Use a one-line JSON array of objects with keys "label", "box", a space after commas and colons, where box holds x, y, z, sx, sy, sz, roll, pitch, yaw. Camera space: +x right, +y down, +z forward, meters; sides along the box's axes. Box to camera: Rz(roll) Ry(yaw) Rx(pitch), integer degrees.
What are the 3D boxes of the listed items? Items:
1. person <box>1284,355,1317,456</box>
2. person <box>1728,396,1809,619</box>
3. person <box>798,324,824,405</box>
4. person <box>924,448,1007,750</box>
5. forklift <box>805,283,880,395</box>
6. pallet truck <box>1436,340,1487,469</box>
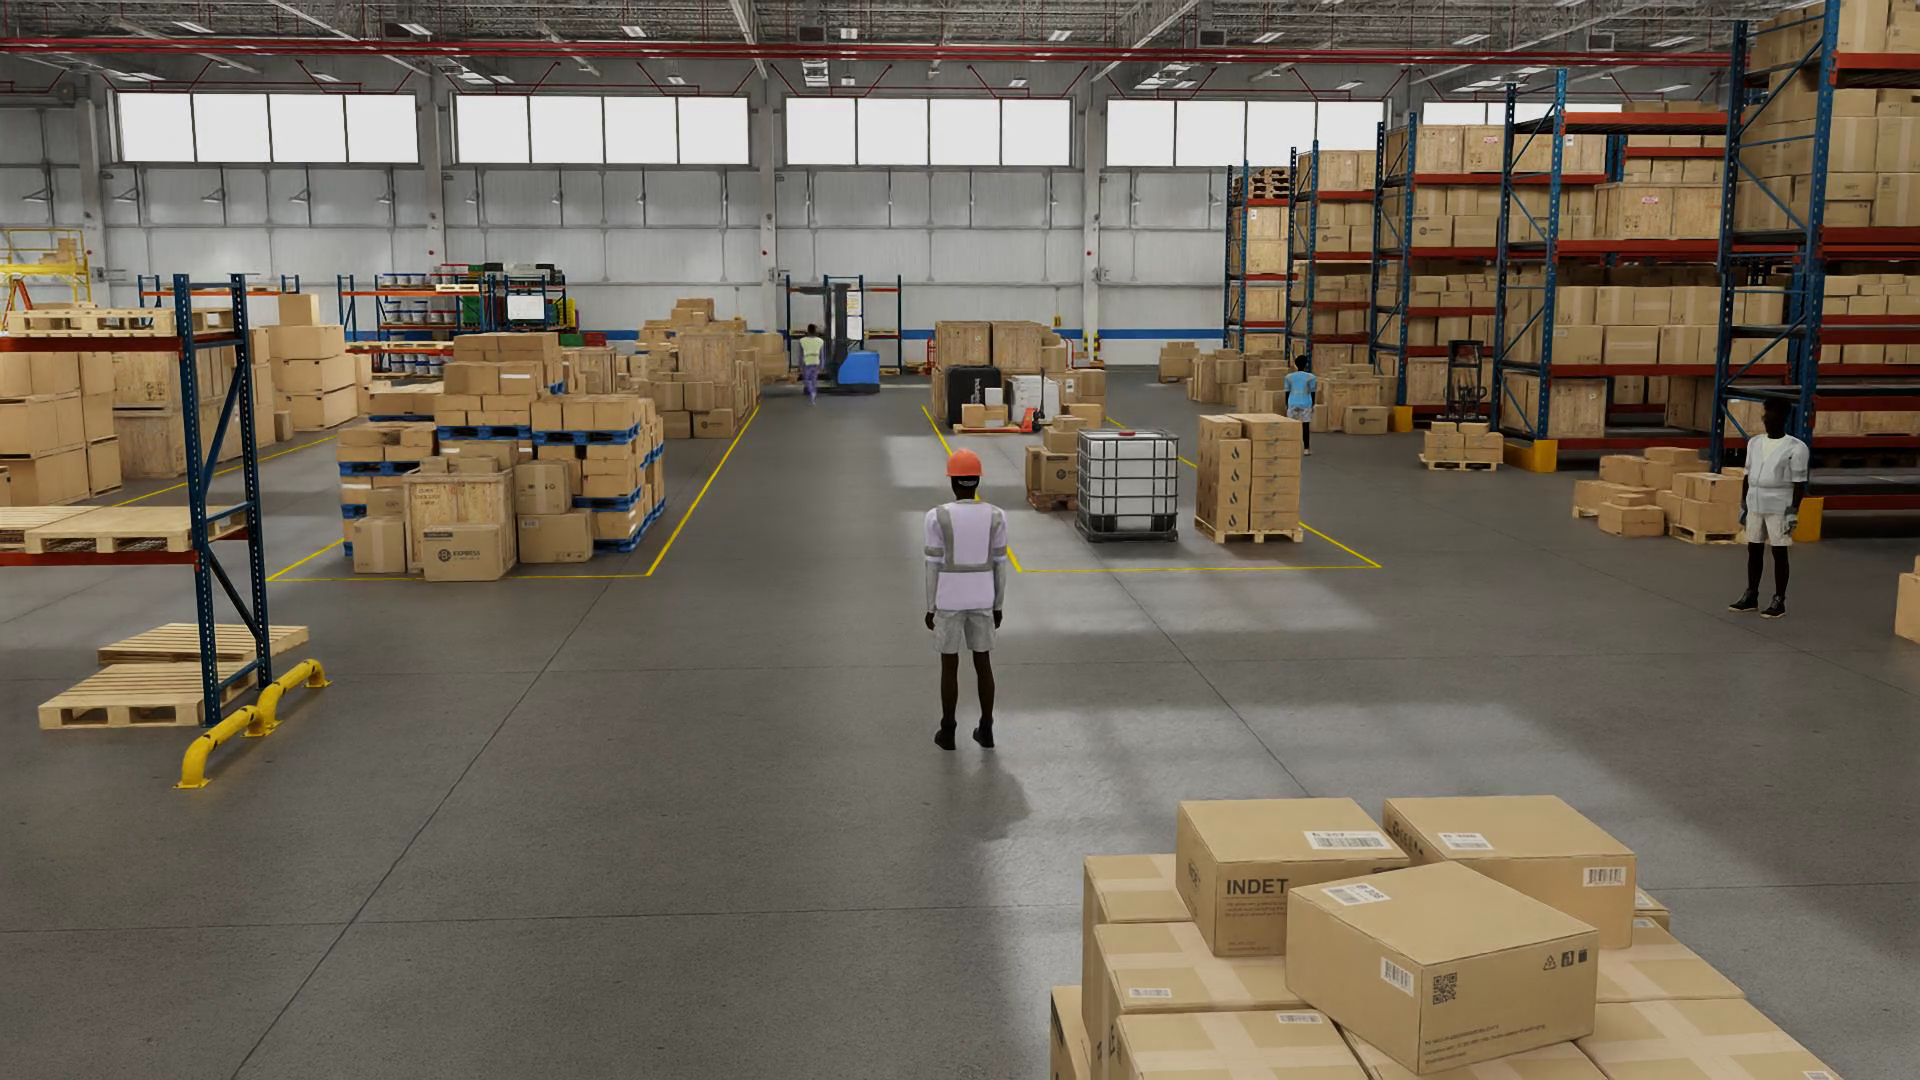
[{"label": "person", "box": [5.697, -2.247, 27.844, 0.540, 1.696, 0.316, 3, 10, 19]}, {"label": "person", "box": [7.163, -0.291, 14.719, 0.367, 1.966, 0.607, -5, 10, -26]}, {"label": "person", "box": [-3.457, -4.082, 38.733, 0.615, 1.900, 0.494, -4, 10, -22]}, {"label": "person", "box": [0.027, 0.380, 10.644, 0.539, 1.929, 0.388, -3, 10, -18]}, {"label": "forklift", "box": [-2.966, -5.081, 41.933, 1.873, 2.768, 1.129, -1, 9, -4]}, {"label": "pallet truck", "box": [8.004, -2.170, 26.422, 0.823, 1.965, 1.885, 2, 9, 14]}]
